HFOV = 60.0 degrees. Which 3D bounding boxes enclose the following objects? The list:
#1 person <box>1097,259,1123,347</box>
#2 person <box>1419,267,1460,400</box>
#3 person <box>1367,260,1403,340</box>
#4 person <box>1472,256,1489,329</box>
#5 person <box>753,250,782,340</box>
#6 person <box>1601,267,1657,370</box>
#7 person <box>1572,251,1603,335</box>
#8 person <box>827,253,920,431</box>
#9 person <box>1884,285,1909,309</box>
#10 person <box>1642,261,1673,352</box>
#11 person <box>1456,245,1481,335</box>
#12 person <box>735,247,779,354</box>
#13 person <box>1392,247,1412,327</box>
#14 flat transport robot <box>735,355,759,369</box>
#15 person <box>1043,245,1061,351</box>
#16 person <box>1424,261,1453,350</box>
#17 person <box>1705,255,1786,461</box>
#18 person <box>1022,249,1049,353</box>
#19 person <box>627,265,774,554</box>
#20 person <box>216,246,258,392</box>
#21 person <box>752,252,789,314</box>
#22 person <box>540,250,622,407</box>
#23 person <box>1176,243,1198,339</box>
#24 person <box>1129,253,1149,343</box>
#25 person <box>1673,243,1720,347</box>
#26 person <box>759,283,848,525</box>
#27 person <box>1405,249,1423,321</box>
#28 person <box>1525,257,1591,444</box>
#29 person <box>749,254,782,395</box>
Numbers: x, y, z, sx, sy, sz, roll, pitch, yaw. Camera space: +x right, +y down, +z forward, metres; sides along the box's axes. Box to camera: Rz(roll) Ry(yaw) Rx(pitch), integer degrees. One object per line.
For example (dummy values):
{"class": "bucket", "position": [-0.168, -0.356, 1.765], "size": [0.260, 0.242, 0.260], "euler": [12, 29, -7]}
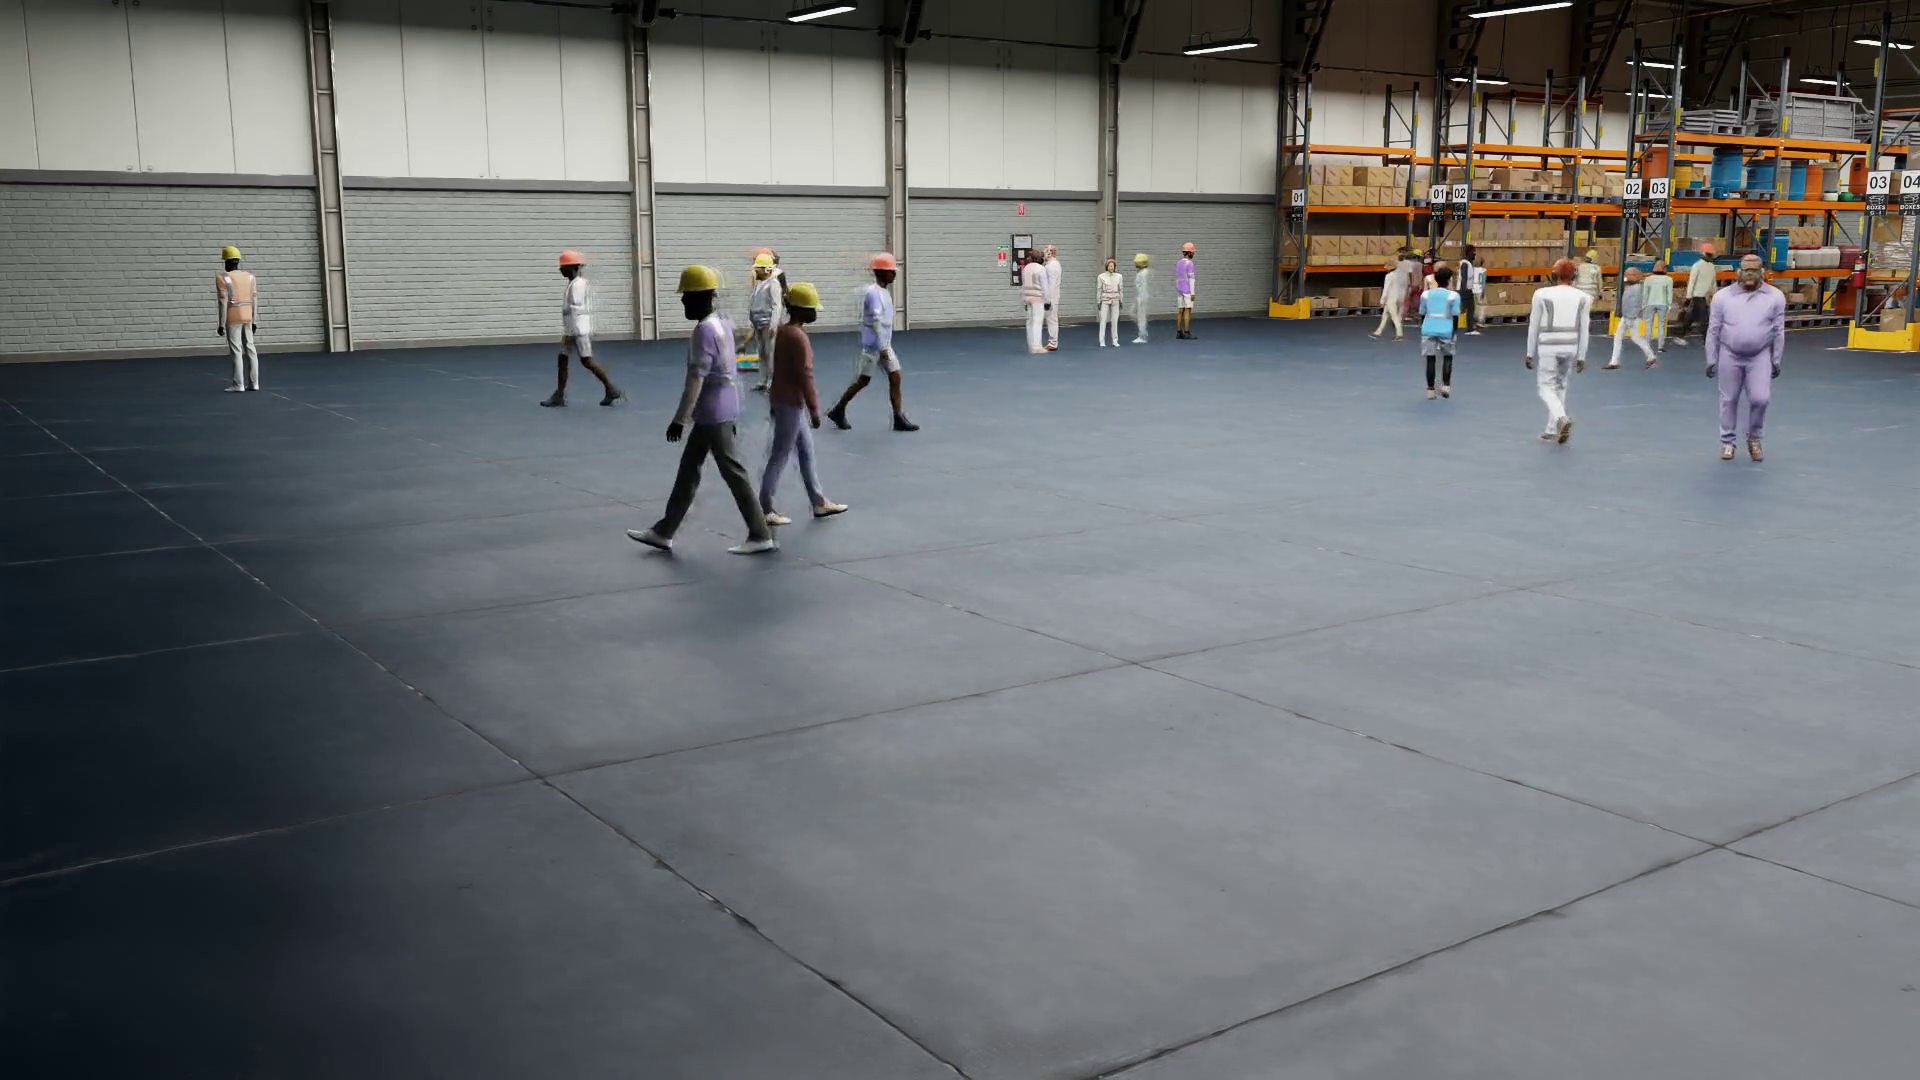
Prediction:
{"class": "person", "position": [2.809, -4.439, 31.222], "size": [0.516, 1.635, 0.312], "euler": [-3, 11, -16]}
{"class": "person", "position": [6.082, -2.616, 21.111], "size": [0.536, 1.675, 0.513], "euler": [5, 12, 27]}
{"class": "person", "position": [8.518, -4.790, 33.226], "size": [0.819, 1.591, 0.520], "euler": [6, 12, 29]}
{"class": "person", "position": [11.615, -5.534, 37.243], "size": [0.575, 1.621, 0.528], "euler": [-7, 13, -35]}
{"class": "person", "position": [-3.815, -4.945, 33.500], "size": [0.927, 1.799, 0.533], "euler": [-8, 13, -37]}
{"class": "person", "position": [10.427, -3.427, 25.749], "size": [0.808, 1.599, 0.513], "euler": [0, 10, 0]}
{"class": "person", "position": [13.216, -5.203, 35.066], "size": [0.589, 1.770, 1.002], "euler": [10, 14, 43]}
{"class": "person", "position": [-0.939, -2.099, 17.678], "size": [0.970, 1.901, 0.544], "euler": [4, 11, 20]}
{"class": "person", "position": [19.347, -5.015, 34.331], "size": [0.894, 1.647, 0.531], "euler": [-9, 14, -40]}
{"class": "person", "position": [12.475, -4.174, 29.759], "size": [0.507, 1.633, 0.278], "euler": [6, 12, 31]}
{"class": "person", "position": [10.622, -5.278, 35.102], "size": [0.744, 1.899, 0.596], "euler": [6, 12, 28]}
{"class": "person", "position": [-3.225, -3.794, 26.970], "size": [0.978, 1.904, 0.545], "euler": [-2, 11, -13]}
{"class": "person", "position": [10.027, -5.744, 37.861], "size": [0.505, 1.821, 0.953], "euler": [2, 11, 11]}
{"class": "flat transport robot", "position": [-3.221, -2.743, 25.651], "size": [1.431, 0.197, 0.652], "euler": [-2, 10, -8]}
{"class": "person", "position": [1.621, -4.385, 30.167], "size": [0.406, 1.906, 0.654], "euler": [2, 10, 9]}
{"class": "person", "position": [8.675, -4.251, 30.209], "size": [0.542, 1.618, 0.362], "euler": [5, 12, 27]}
{"class": "person", "position": [7.208, -1.662, 15.301], "size": [0.663, 1.892, 0.554], "euler": [4, 11, 22]}
{"class": "person", "position": [1.369, -4.233, 29.521], "size": [0.429, 1.842, 0.629], "euler": [-6, 12, -30]}
{"class": "person", "position": [-1.670, -0.824, 10.741], "size": [0.976, 1.874, 0.592], "euler": [-1, 10, -6]}
{"class": "person", "position": [-9.604, -2.923, 22.092], "size": [0.366, 1.927, 0.585], "euler": [6, 12, 28]}
{"class": "person", "position": [-3.116, -3.899, 27.804], "size": [0.627, 1.791, 0.967], "euler": [8, 13, 38]}
{"class": "person", "position": [-4.613, -2.560, 20.175], "size": [0.948, 1.906, 0.542], "euler": [-5, 11, -24]}
{"class": "person", "position": [4.571, -5.004, 33.471], "size": [0.357, 1.937, 0.551], "euler": [-5, 11, -25]}
{"class": "person", "position": [3.493, -4.710, 32.400], "size": [0.353, 1.730, 0.505], "euler": [-1, 10, -6]}
{"class": "person", "position": [13.924, -4.613, 31.345], "size": [0.613, 1.949, 1.015], "euler": [-9, 13, -39]}
{"class": "person", "position": [-1.104, -0.961, 11.864], "size": [0.832, 1.720, 0.544], "euler": [-4, 11, -21]}
{"class": "person", "position": [11.195, -6.211, 40.624], "size": [0.813, 1.733, 0.545], "euler": [-6, 12, -29]}
{"class": "person", "position": [5.921, -1.848, 16.394], "size": [0.579, 1.861, 0.781], "euler": [-1, 10, -4]}
{"class": "person", "position": [-2.559, -2.823, 21.801], "size": [0.404, 1.833, 0.590], "euler": [-6, 12, -32]}
